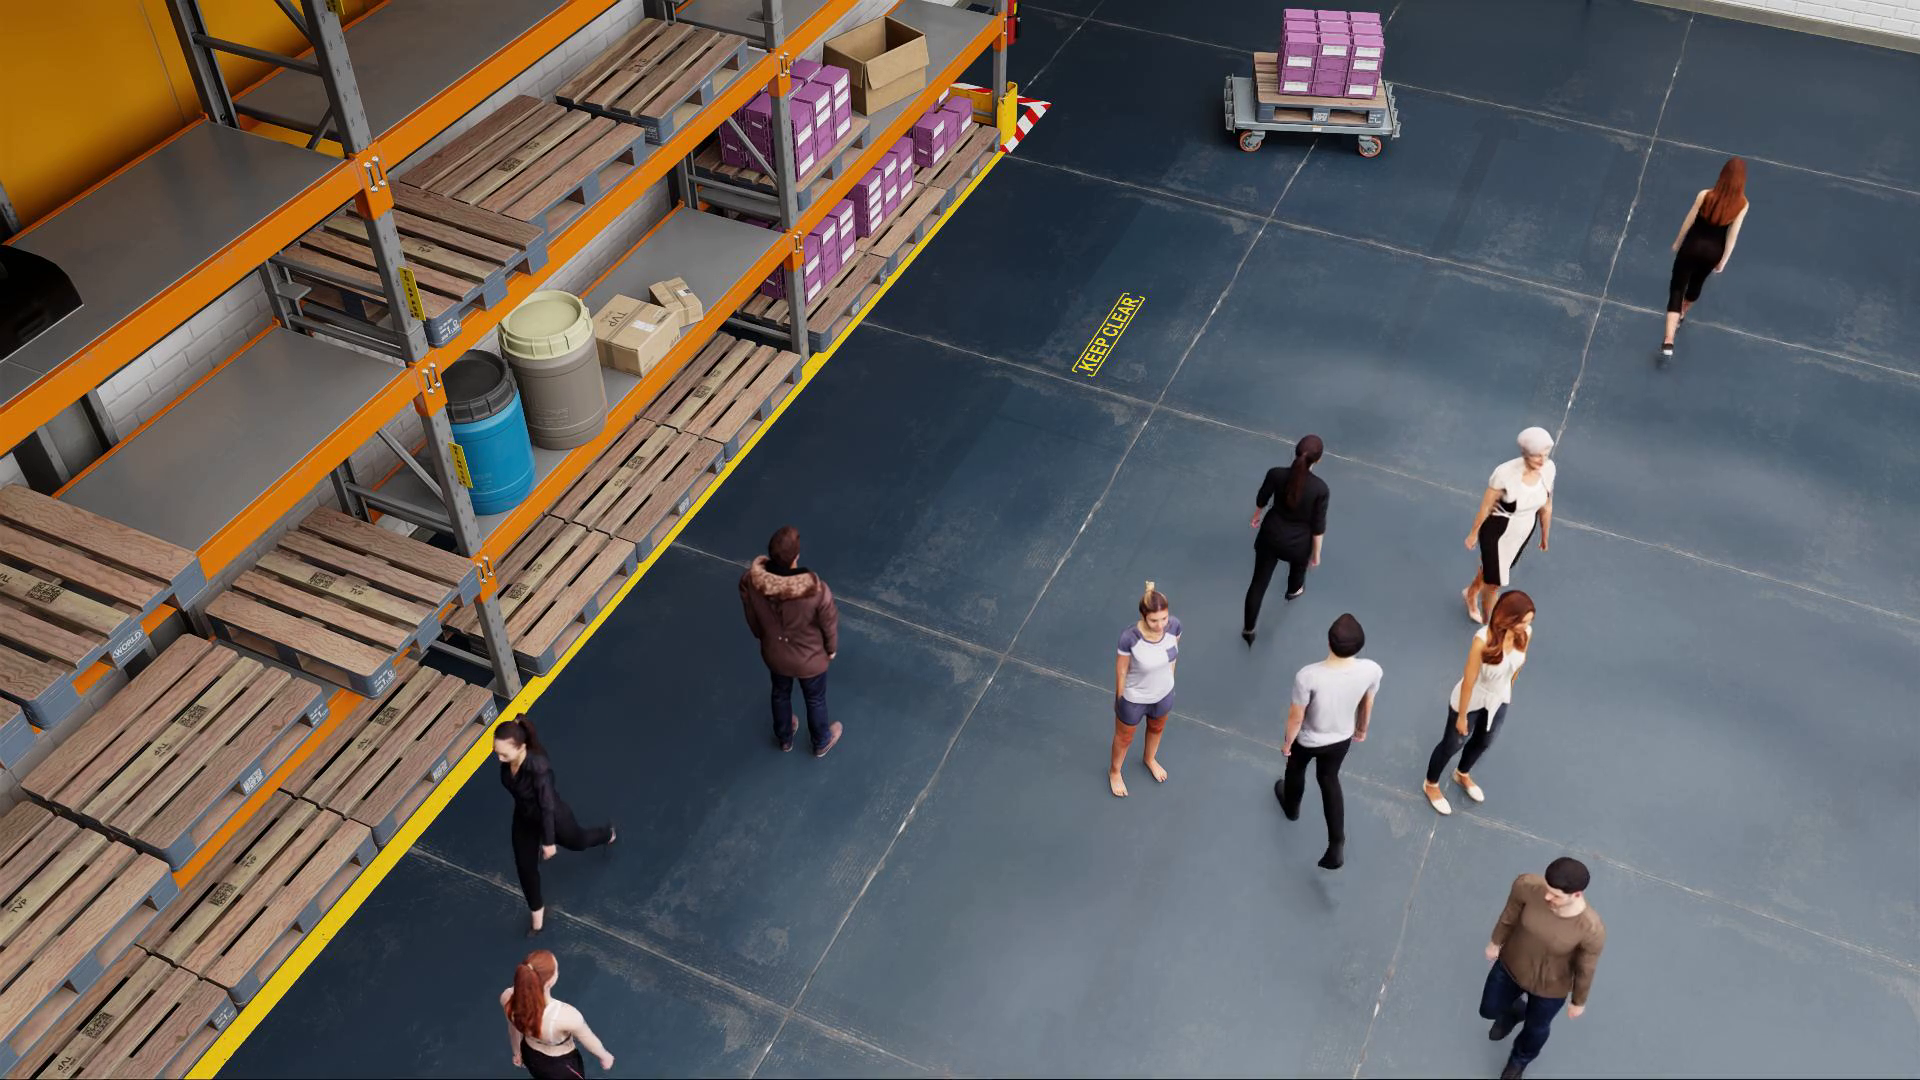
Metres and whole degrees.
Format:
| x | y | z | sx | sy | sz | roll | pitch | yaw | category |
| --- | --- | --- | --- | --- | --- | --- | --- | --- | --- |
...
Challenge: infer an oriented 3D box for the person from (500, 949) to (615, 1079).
| x | y | z | sx | sy | sz | roll | pitch | yaw | category |
| --- | --- | --- | --- | --- | --- | --- | --- | --- | --- |
| -2.042 | 2.651 | 8.167 | 0.607 | 1.733 | 0.602 | 18 | 47 | 18 | person |

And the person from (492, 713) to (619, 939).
| x | y | z | sx | sy | sz | roll | pitch | yaw | category |
| --- | --- | --- | --- | --- | --- | --- | --- | --- | --- |
| -2.288 | 1.527 | 9.389 | 0.706 | 1.675 | 1.113 | 25 | 49 | 24 | person |

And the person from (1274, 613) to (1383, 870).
| x | y | z | sx | sy | sz | roll | pitch | yaw | category |
| --- | --- | --- | --- | --- | --- | --- | --- | --- | --- |
| 2.114 | 1.193 | 9.620 | 1.035 | 1.840 | 1.192 | -6 | 44 | -6 | person |

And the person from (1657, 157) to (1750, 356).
| x | y | z | sx | sy | sz | roll | pitch | yaw | category |
| --- | --- | --- | --- | --- | --- | --- | --- | --- | --- |
| 5.921 | -2.248 | 13.336 | 0.702 | 1.696 | 1.157 | 10 | 45 | 11 | person |

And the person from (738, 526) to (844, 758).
| x | y | z | sx | sy | sz | roll | pitch | yaw | category |
| --- | --- | --- | --- | --- | --- | --- | --- | --- | --- |
| -1.018 | 0.640 | 10.195 | 0.786 | 1.847 | 0.704 | 12 | 45 | 12 | person |

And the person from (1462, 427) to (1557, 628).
| x | y | z | sx | sy | sz | roll | pitch | yaw | category |
| --- | --- | --- | --- | --- | --- | --- | --- | --- | --- |
| 3.583 | -0.108 | 11.061 | 0.909 | 1.735 | 0.972 | -13 | 45 | -13 | person |

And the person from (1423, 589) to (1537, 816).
| x | y | z | sx | sy | sz | roll | pitch | yaw | category |
| --- | --- | --- | --- | --- | --- | --- | --- | --- | --- |
| 3.095 | 0.922 | 9.947 | 0.702 | 1.781 | 0.770 | -15 | 46 | -16 | person |

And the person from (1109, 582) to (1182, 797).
| x | y | z | sx | sy | sz | roll | pitch | yaw | category |
| --- | --- | --- | --- | --- | --- | --- | --- | --- | --- |
| 1.122 | 0.907 | 10.076 | 0.655 | 1.625 | 0.724 | -16 | 46 | -16 | person |

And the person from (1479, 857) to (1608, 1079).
| x | y | z | sx | sy | sz | roll | pitch | yaw | category |
| --- | --- | --- | --- | --- | --- | --- | --- | --- | --- |
| 2.999 | 2.159 | 8.586 | 0.812 | 1.868 | 0.819 | 29 | 51 | 27 | person |

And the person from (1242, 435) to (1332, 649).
| x | y | z | sx | sy | sz | roll | pitch | yaw | category |
| --- | --- | --- | --- | --- | --- | --- | --- | --- | --- |
| 2.117 | 0.071 | 10.962 | 0.733 | 1.614 | 1.007 | 18 | 47 | 18 | person |
